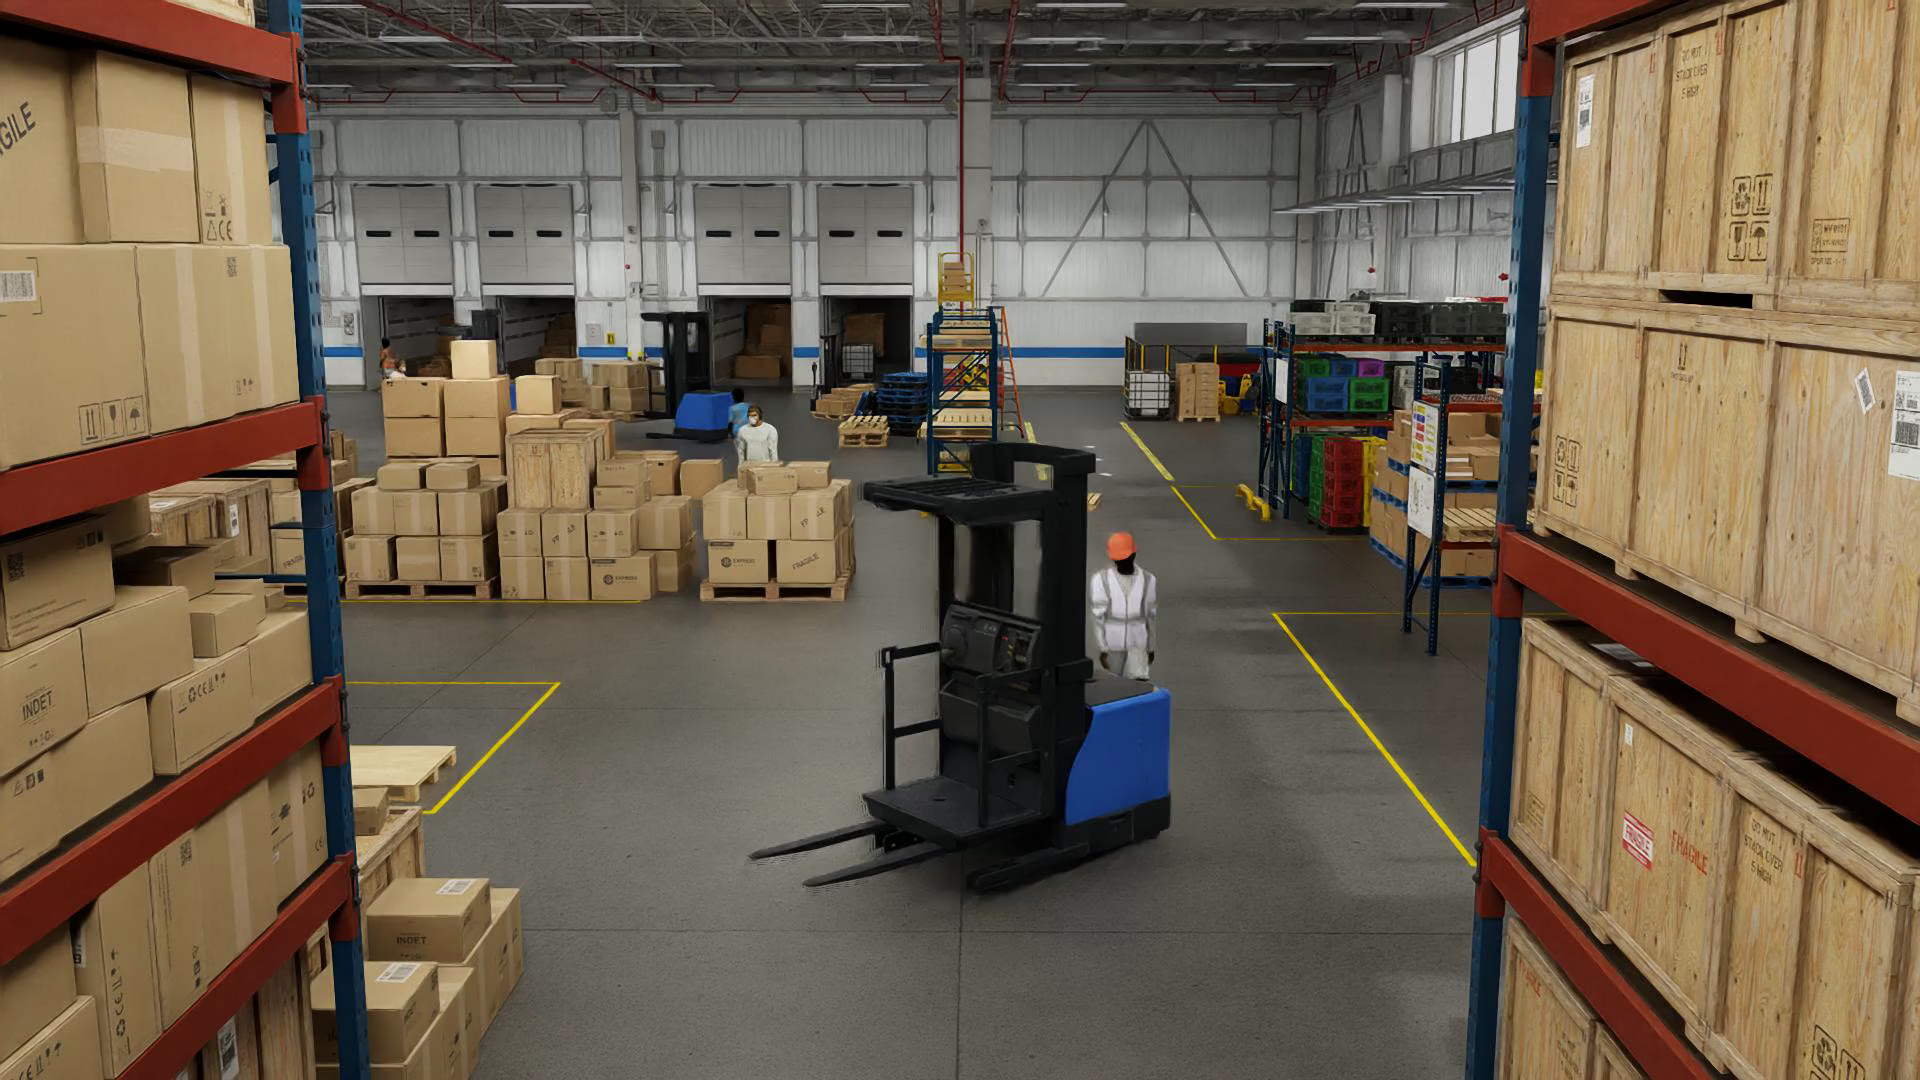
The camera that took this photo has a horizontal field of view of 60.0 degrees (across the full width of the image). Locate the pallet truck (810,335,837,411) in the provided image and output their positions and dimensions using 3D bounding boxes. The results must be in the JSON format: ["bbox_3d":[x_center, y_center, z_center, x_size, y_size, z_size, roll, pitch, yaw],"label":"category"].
[{"bbox_3d":[-3.021,-4.312,43.126,1.885,1.965,0.823,3,10,17],"label":"pallet truck"}]

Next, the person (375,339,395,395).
[{"bbox_3d":[-16.494,-4.953,47.793,0.869,1.644,0.563,2,10,12],"label":"person"}]

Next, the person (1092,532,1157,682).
[{"bbox_3d":[1.360,0.853,13.728,0.547,1.867,1.067,0,10,-2],"label":"person"}]

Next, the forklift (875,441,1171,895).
[{"bbox_3d":[0.487,0.745,11.407,1.873,2.768,1.129,-8,13,-39],"label":"forklift"}]

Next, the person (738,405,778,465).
[{"bbox_3d":[-2.964,-1.027,24.397,0.628,1.929,0.363,3,10,16],"label":"person"}]

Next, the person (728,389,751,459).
[{"bbox_3d":[-4.034,-1.948,30.491,0.546,1.647,0.814,-8,13,-38],"label":"person"}]

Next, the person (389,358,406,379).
[{"bbox_3d":[-11.688,-2.826,34.734,0.372,1.936,0.627,0,10,-1],"label":"person"}]

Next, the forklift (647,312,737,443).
[{"bbox_3d":[-5.831,-3.601,36.477,1.873,2.768,1.129,6,12,31],"label":"forklift"}]

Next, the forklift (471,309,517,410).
[{"bbox_3d":[-10.871,-3.933,38.391,1.873,2.768,1.129,1,10,7],"label":"forklift"}]
